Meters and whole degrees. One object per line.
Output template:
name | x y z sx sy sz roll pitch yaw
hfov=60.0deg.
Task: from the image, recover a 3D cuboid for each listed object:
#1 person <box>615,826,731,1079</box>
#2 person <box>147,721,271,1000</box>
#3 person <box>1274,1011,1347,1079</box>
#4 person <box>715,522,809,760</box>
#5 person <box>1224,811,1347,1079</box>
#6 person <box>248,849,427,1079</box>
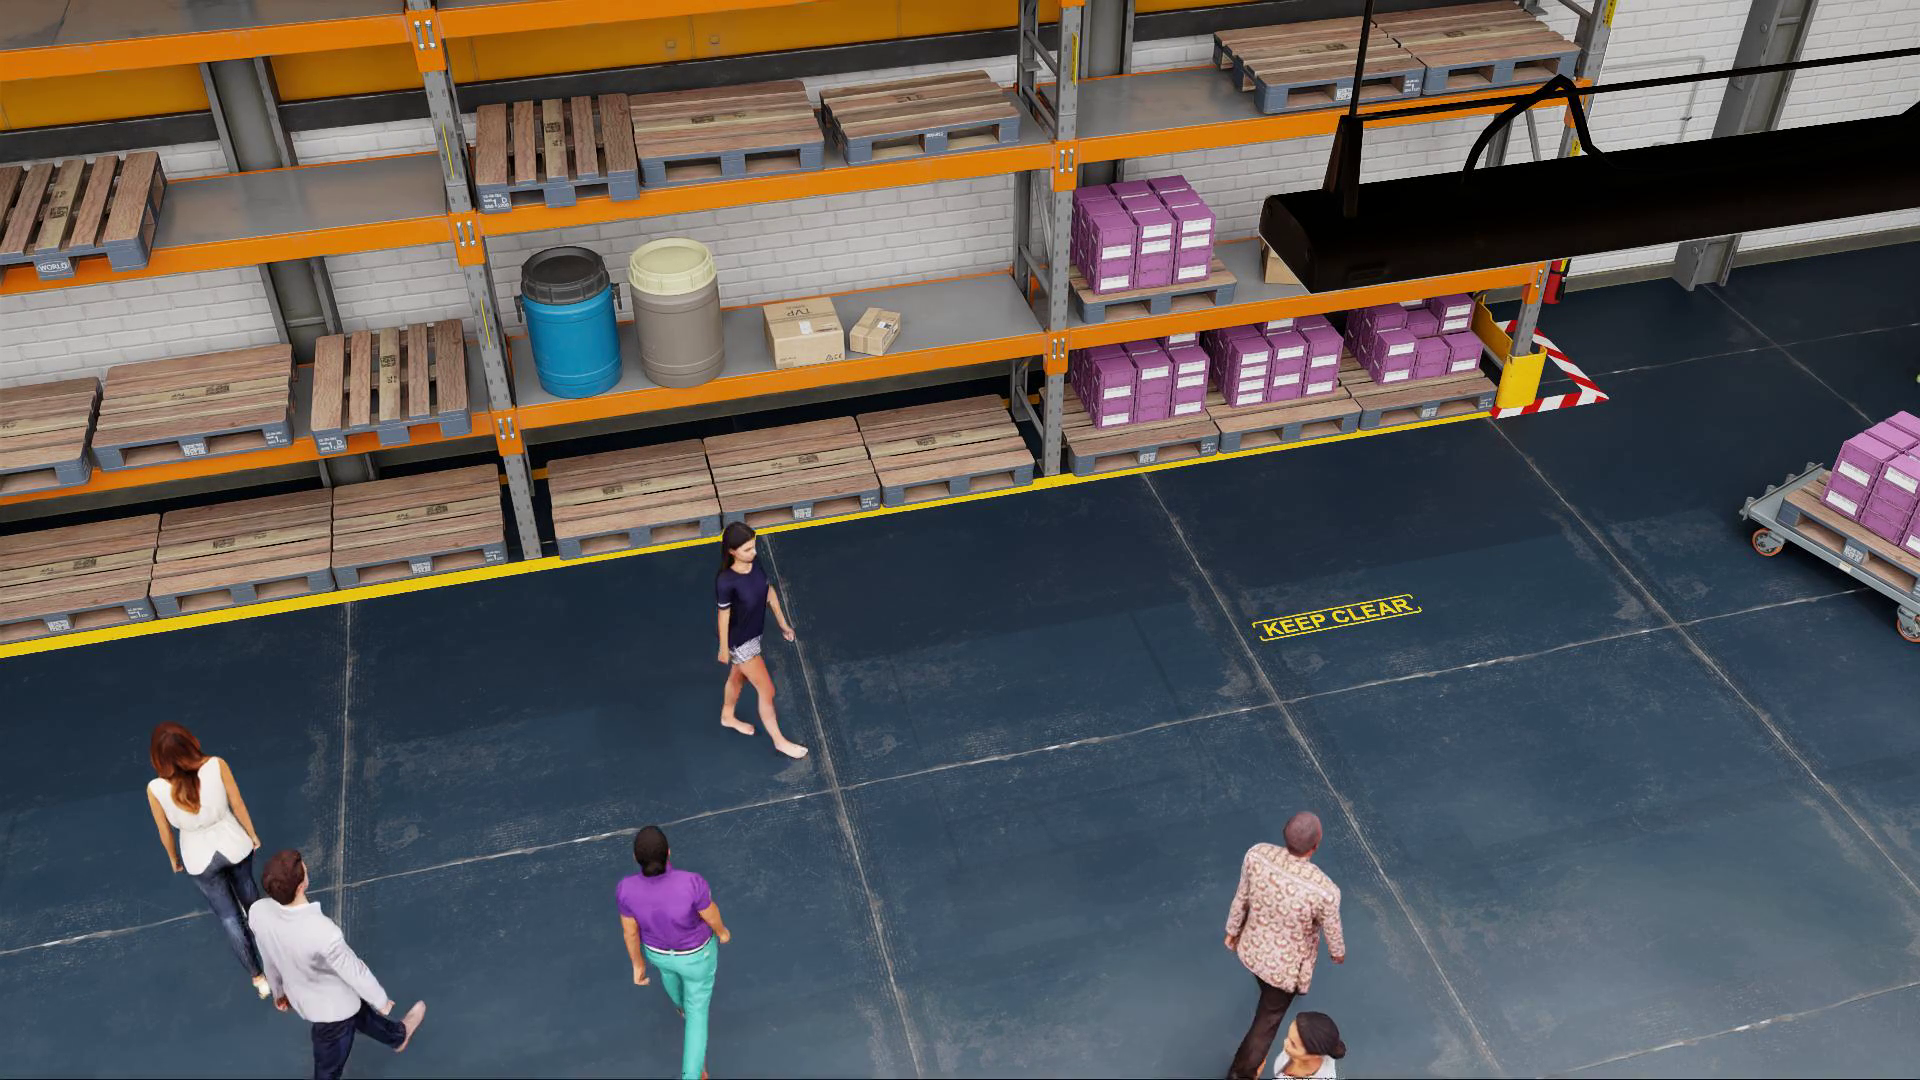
person | -1.410 2.134 8.345 1.181 1.734 0.979 3 39 4
person | -3.920 1.721 8.843 1.090 1.757 0.879 -23 44 -26
person | 1.642 2.739 7.622 1.178 1.691 0.888 2 39 2
person | -1.414 0.569 10.302 0.981 1.737 0.864 13 40 16
person | 1.551 2.122 8.335 1.057 1.764 1.244 32 48 33
person | -3.153 2.301 8.090 1.275 1.790 1.283 18 42 21
